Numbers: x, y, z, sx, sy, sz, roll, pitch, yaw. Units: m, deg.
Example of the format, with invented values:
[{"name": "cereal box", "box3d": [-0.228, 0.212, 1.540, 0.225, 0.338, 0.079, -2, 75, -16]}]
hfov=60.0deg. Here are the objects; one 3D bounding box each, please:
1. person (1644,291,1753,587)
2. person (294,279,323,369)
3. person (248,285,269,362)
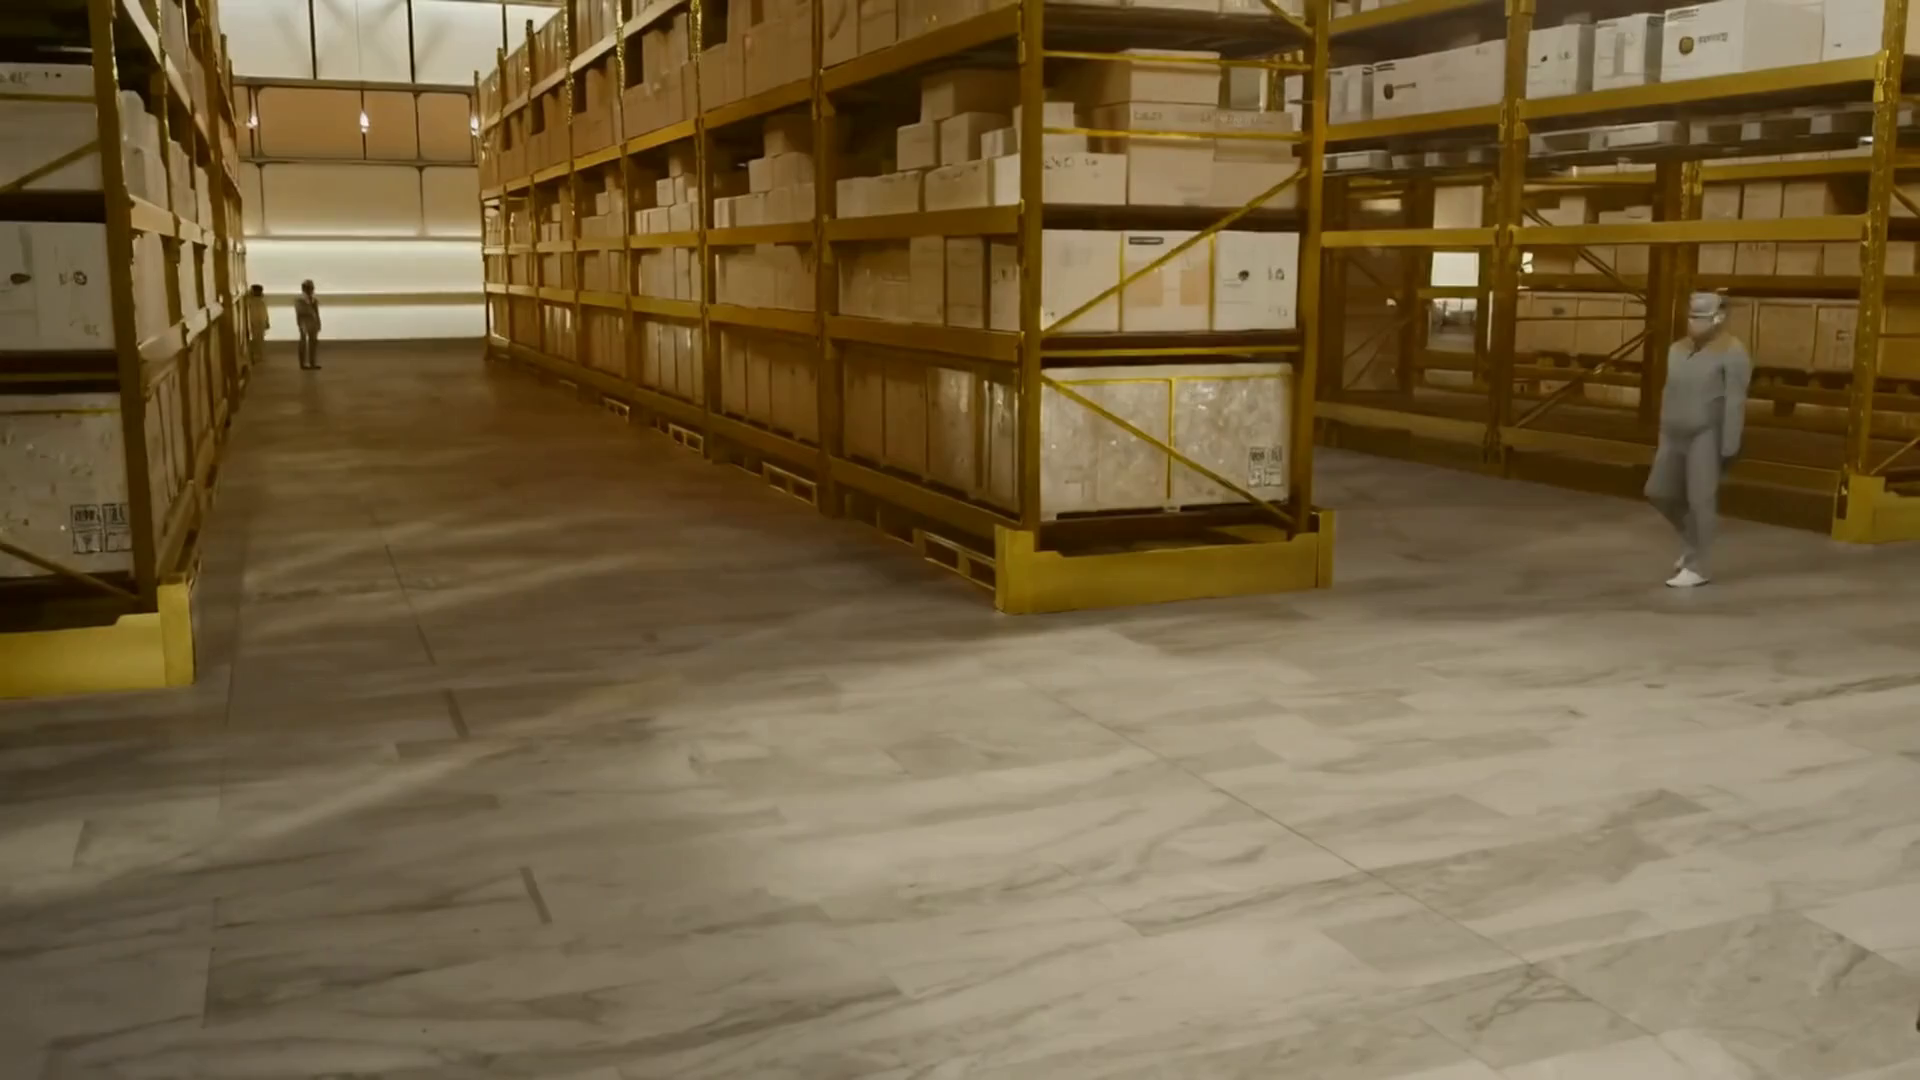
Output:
[{"name": "person", "box3d": [4.693, -0.640, 10.636, 0.437, 1.892, 0.680, -3, 10, -20]}, {"name": "person", "box3d": [-12.669, -4.194, 32.394, 0.360, 1.742, 0.563, 4, 10, 22]}, {"name": "person", "box3d": [-14.597, -4.482, 34.519, 0.596, 1.595, 0.530, 5, 11, 29]}]
